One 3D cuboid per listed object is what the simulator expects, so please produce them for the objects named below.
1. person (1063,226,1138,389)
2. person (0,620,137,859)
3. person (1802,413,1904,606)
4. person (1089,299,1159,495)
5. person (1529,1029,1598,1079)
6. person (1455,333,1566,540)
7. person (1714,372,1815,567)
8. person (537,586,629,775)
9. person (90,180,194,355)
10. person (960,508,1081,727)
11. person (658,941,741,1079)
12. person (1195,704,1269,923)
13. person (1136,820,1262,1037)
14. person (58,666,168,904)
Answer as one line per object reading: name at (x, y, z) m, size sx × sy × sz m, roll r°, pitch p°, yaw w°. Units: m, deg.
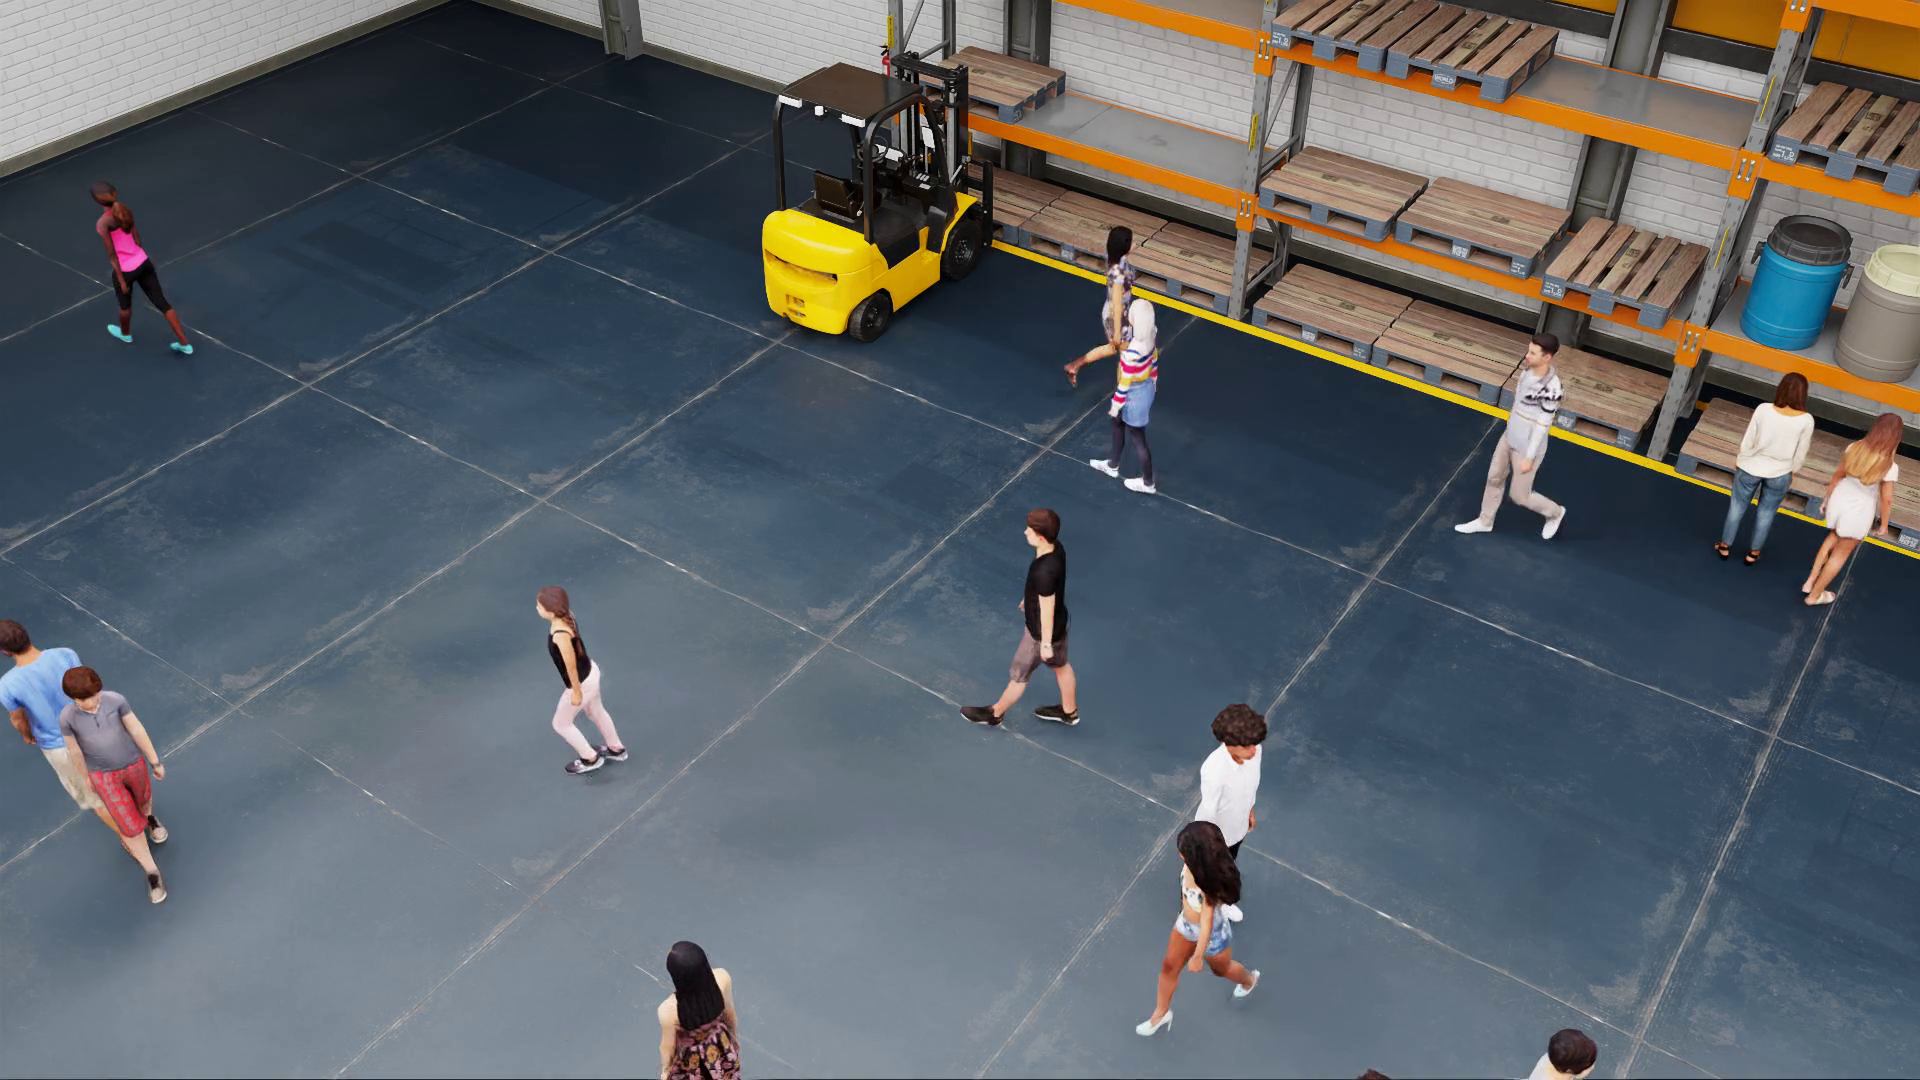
person at (1.272, -1.903, 14.273) m, size 1.071 × 1.715 × 0.892 m, roll 4°, pitch 39°, yaw 5°
person at (-5.427, 1.266, 10.225) m, size 1.152 × 1.814 × 0.727 m, roll 30°, pitch 48°, yaw 32°
person at (6.446, -0.183, 12.146) m, size 0.754 × 1.681 × 0.670 m, roll -13°, pitch 40°, yaw -16°
person at (1.482, -1.107, 13.218) m, size 0.906 × 1.788 × 0.758 m, roll 16°, pitch 41°, yaw 19°
person at (2.805, 2.967, 8.326) m, size 1.067 × 1.527 × 0.676 m, roll 15°, pitch 41°, yaw 18°
person at (4.400, -0.751, 12.738) m, size 1.134 × 1.830 × 1.063 m, roll -4°, pitch 39°, yaw -5°
person at (6.089, -0.527, 12.577) m, size 0.510 × 1.680 × 0.689 m, roll 19°, pitch 42°, yaw 22°
person at (-2.447, 0.929, 10.869) m, size 0.767 × 1.537 × 0.698 m, roll -2°, pitch 39°, yaw -3°
person at (-7.342, -2.387, 14.919) m, size 1.172 × 1.665 × 0.727 m, roll 17°, pitch 41°, yaw 20°
person at (0.654, 0.571, 11.081) m, size 1.172 × 1.833 × 0.978 m, roll 5°, pitch 39°, yaw 6°
person at (-1.256, 2.694, 8.478) m, size 0.807 × 1.763 × 0.687 m, roll 30°, pitch 47°, yaw 32°
person at (1.544, 1.628, 9.779) m, size 0.612 × 1.806 × 0.655 m, roll 32°, pitch 48°, yaw 33°
person at (1.428, 2.183, 9.277) m, size 1.017 × 1.565 × 1.058 m, roll -15°, pitch 41°, yaw -18°
person at (-5.203, 1.363, 10.267) m, size 0.810 × 1.610 × 1.109 m, roll -25°, pitch 45°, yaw -28°
